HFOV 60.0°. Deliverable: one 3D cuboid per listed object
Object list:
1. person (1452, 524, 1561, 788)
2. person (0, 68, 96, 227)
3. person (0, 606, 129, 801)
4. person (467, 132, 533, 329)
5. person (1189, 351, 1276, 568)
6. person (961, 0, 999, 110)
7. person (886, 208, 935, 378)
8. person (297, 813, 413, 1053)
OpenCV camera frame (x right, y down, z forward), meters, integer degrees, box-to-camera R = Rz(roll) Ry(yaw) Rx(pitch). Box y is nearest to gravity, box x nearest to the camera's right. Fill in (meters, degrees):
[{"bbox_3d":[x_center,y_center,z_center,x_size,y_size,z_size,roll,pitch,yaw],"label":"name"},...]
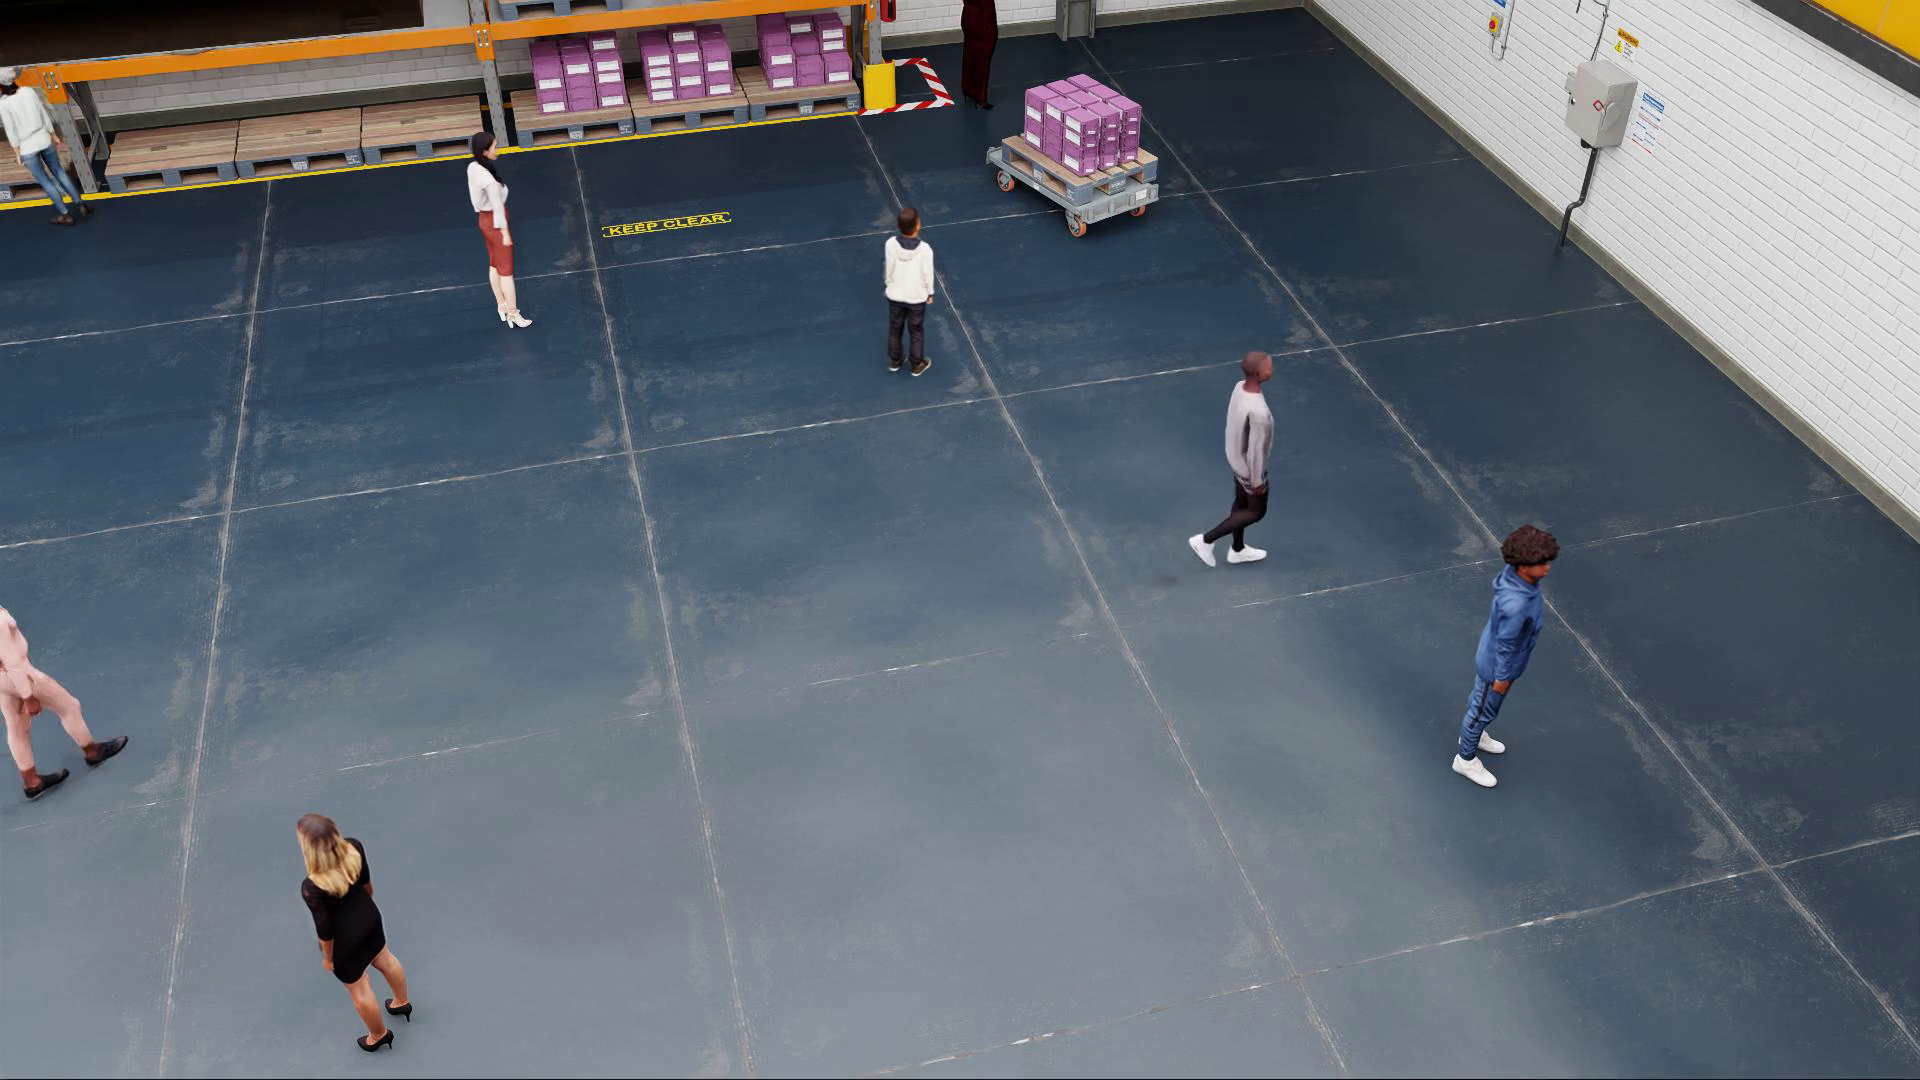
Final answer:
[{"bbox_3d":[3.237,0.665,9.910,0.792,1.810,0.759,15,41,18],"label":"person"},{"bbox_3d":[-8.596,-3.692,15.500,0.814,1.642,0.773,24,44,27],"label":"person"},{"bbox_3d":[-5.615,0.871,9.739,0.925,1.702,1.007,25,45,28],"label":"person"},{"bbox_3d":[-3.923,-2.615,14.064,0.625,1.752,0.657,-24,44,-27],"label":"person"},{"bbox_3d":[1.889,-0.517,11.426,0.855,1.765,0.667,-6,39,-7],"label":"person"},{"bbox_3d":[0.190,-5.456,17.617,0.689,1.757,0.726,-19,43,-23],"label":"person"},{"bbox_3d":[-0.431,-2.011,13.549,0.613,1.452,0.705,13,40,16],"label":"person"},{"bbox_3d":[-3.063,1.975,8.377,0.634,1.676,0.614,13,40,15],"label":"person"}]
